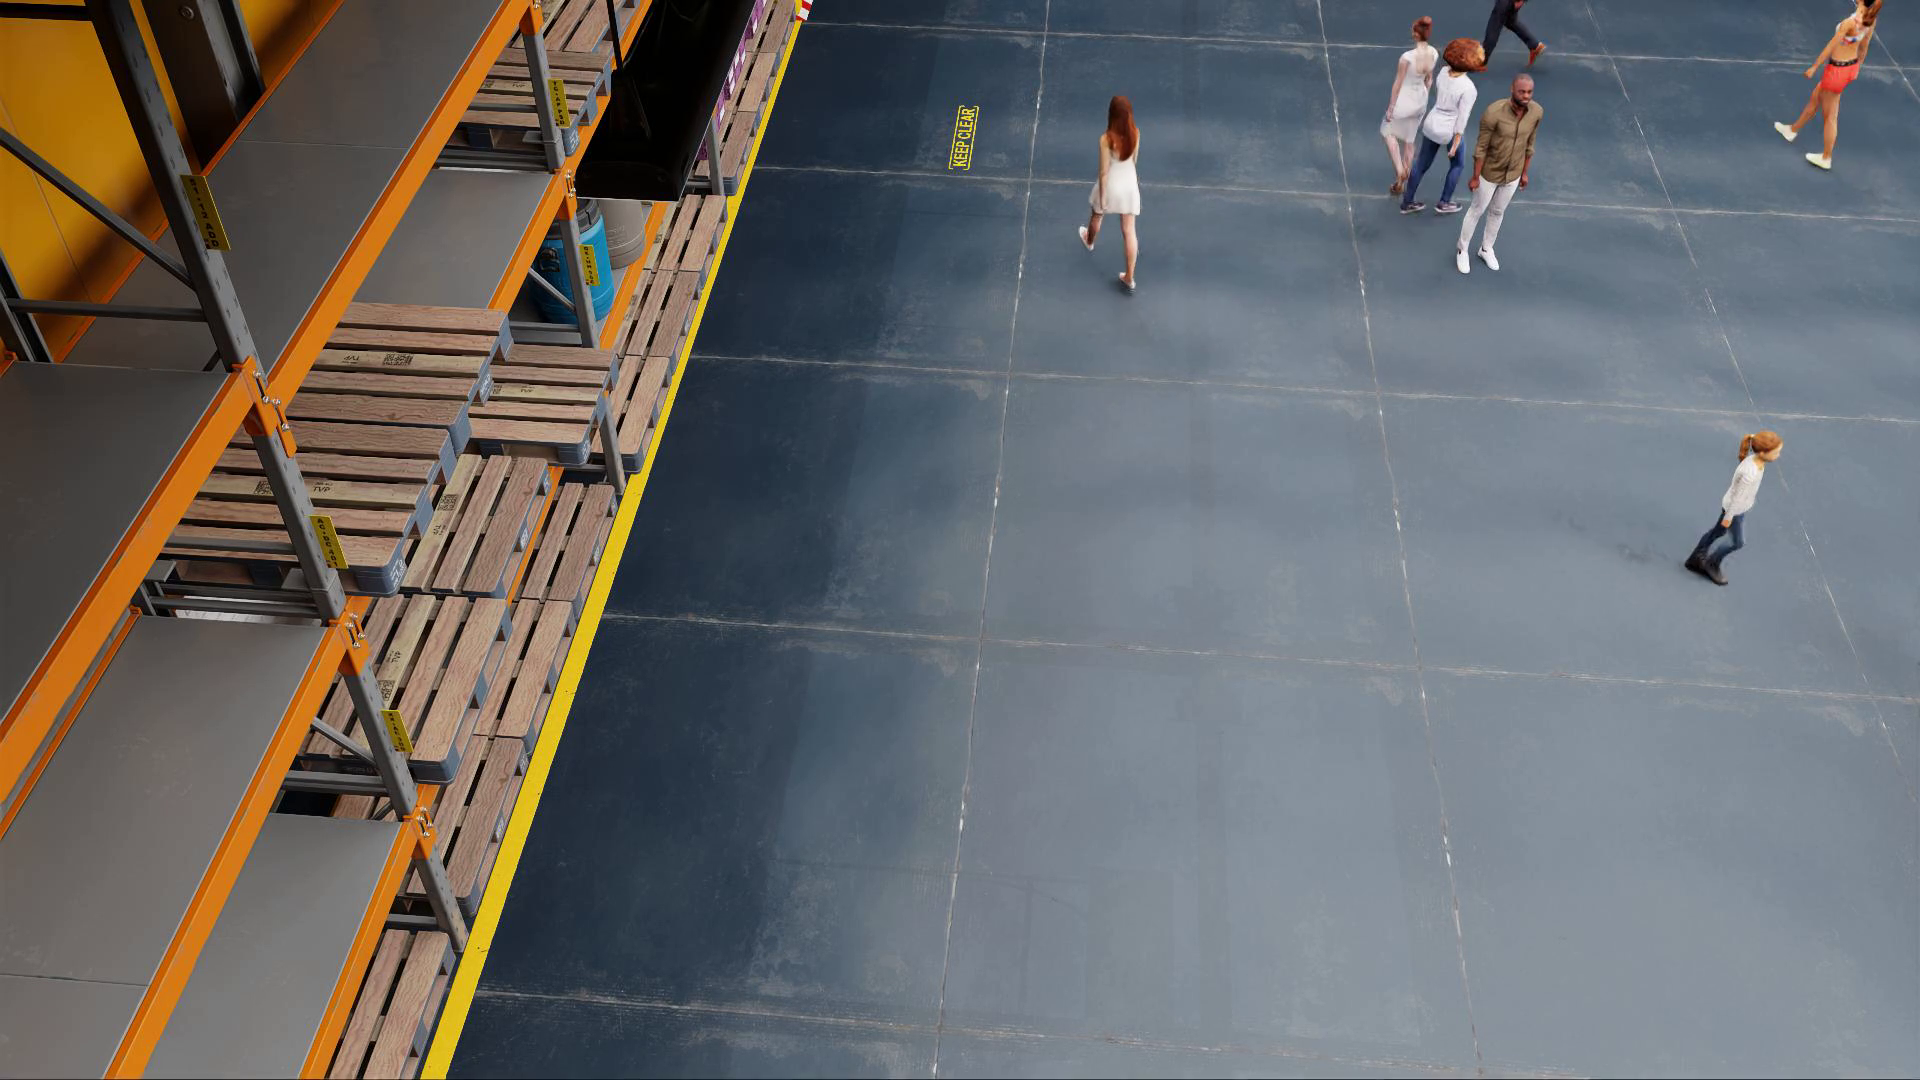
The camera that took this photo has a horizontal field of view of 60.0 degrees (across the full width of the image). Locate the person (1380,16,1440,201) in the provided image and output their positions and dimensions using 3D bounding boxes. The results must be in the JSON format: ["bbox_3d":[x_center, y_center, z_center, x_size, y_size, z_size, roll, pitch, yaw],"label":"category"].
[{"bbox_3d":[4.080,-3.832,14.976,0.733,1.783,0.808,-13,45,-13],"label":"person"}]

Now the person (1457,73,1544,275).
[{"bbox_3d":[4.610,-3.154,14.233,0.780,1.825,0.687,-7,44,-8],"label":"person"}]

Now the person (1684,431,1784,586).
[{"bbox_3d":[5.321,-0.251,11.564,0.643,1.304,0.576,24,49,23],"label":"person"}]

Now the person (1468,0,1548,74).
[{"bbox_3d":[5.662,-5.543,16.760,0.815,1.798,1.050,7,44,7],"label":"person"}]

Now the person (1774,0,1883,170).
[{"bbox_3d":[8.234,-4.279,15.461,0.929,1.760,1.063,-24,48,-23],"label":"person"}]

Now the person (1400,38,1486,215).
[{"bbox_3d":[4.248,-3.648,14.846,0.916,1.695,0.869,-23,48,-22],"label":"person"}]

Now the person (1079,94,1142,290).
[{"bbox_3d":[1.382,-2.924,14.113,0.872,1.658,1.231,-12,45,-13],"label":"person"}]
